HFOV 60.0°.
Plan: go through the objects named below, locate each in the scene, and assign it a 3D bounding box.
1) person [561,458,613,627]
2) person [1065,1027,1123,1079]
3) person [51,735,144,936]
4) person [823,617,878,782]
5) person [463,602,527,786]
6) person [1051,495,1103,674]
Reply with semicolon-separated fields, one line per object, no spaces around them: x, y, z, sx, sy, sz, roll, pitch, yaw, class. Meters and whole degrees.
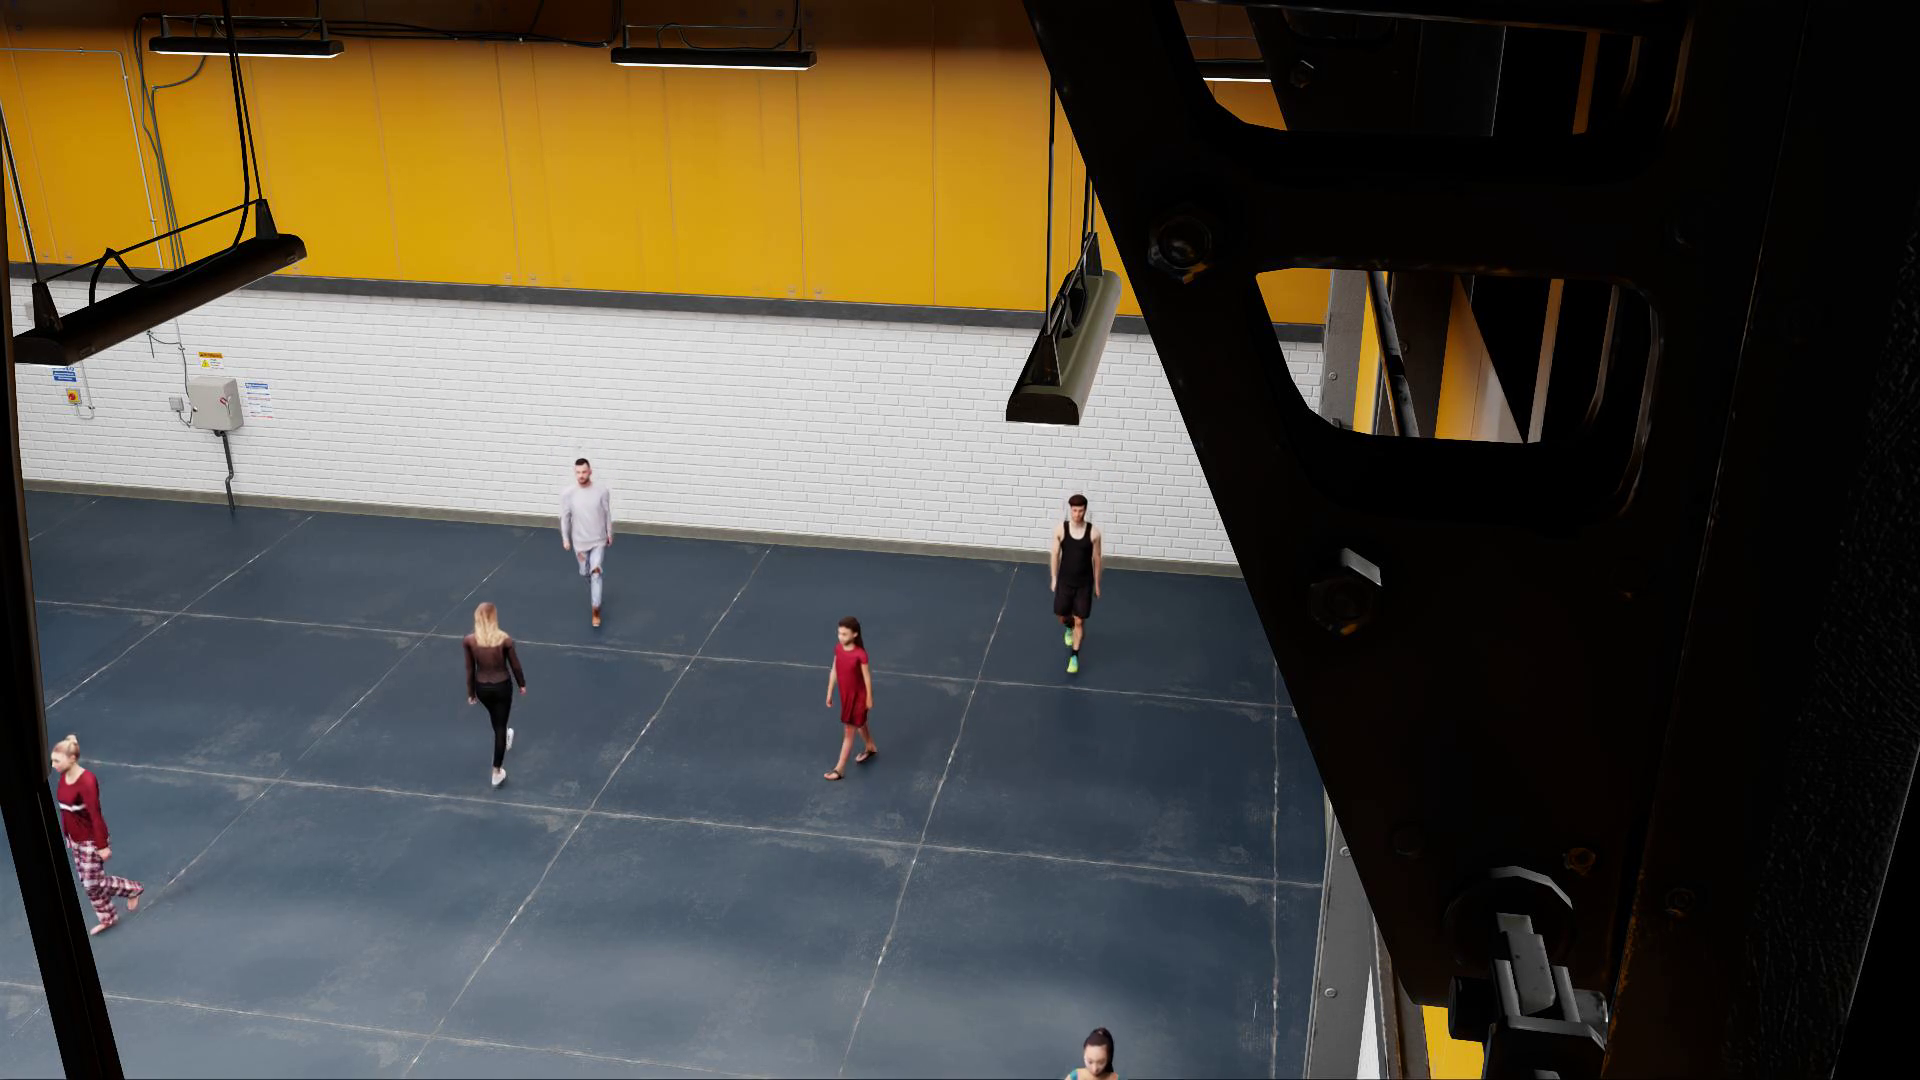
-4.028;-0.044;18.059;0.920;1.814;1.208;-3;24;-6;person
0.794;3.587;9.929;0.576;1.673;0.607;6;24;13;person
-6.707;2.270;12.921;0.771;1.690;0.816;14;27;29;person
-0.924;1.379;15.176;0.844;1.516;1.069;17;29;34;person
-4.196;1.407;14.941;0.789;1.653;1.162;-1;24;-1;person
1.192;0.398;16.970;0.668;1.877;0.907;4;24;9;person
